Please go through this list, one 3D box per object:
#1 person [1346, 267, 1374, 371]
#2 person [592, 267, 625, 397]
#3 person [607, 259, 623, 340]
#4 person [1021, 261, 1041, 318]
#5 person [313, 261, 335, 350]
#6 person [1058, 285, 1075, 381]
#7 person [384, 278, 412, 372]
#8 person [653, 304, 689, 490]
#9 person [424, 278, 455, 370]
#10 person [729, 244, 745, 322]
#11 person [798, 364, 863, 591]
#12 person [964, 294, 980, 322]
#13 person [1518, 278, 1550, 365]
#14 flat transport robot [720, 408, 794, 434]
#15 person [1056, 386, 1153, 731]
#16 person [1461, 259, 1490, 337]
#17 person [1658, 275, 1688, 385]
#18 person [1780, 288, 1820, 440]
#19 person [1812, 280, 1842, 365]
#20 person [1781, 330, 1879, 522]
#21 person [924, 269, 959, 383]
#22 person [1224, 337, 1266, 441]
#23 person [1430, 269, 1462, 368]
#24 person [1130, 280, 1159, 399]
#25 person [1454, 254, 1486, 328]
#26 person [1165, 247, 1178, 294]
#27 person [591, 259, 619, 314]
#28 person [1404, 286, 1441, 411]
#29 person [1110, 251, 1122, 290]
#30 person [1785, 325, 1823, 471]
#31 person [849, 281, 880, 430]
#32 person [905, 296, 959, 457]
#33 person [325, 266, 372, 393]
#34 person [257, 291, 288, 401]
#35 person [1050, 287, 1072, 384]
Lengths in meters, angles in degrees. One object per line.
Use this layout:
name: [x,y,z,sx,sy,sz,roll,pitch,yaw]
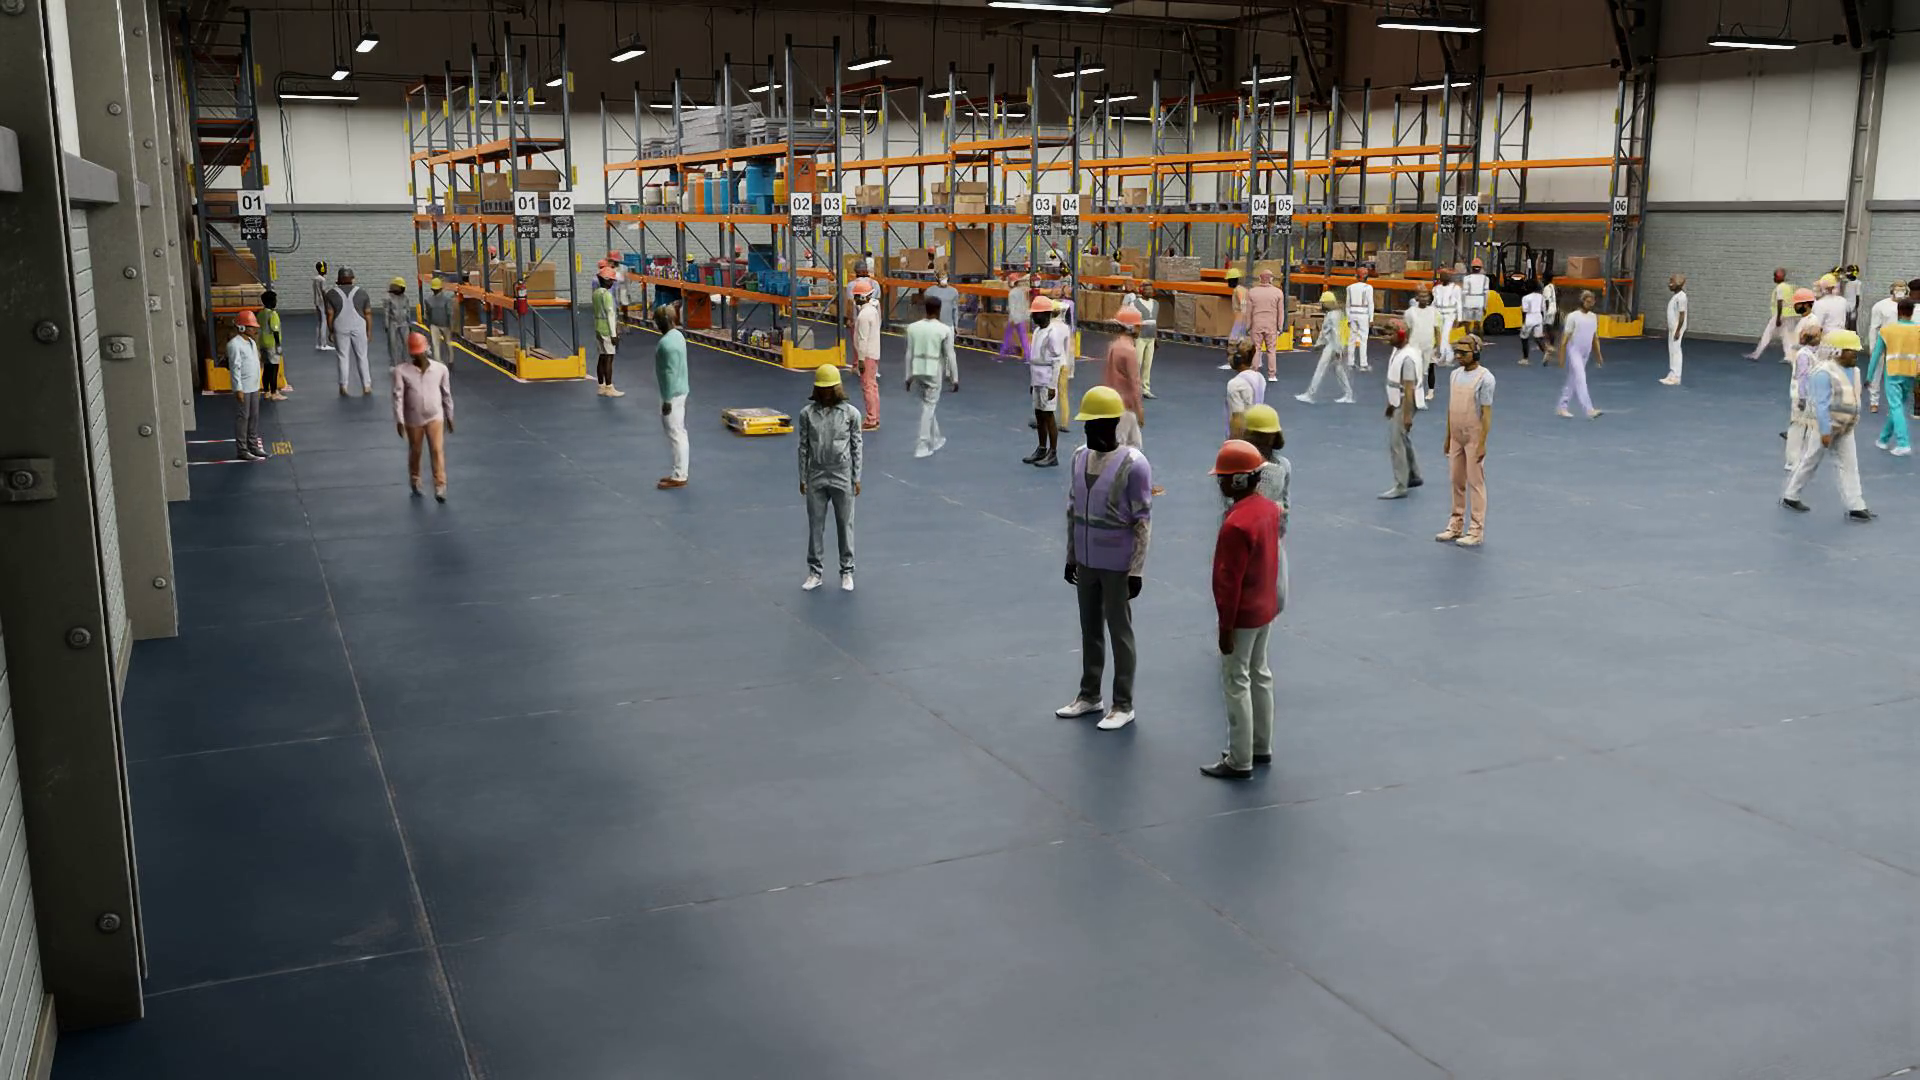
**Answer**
person: [7.350,-4.055,30.533,0.355,1.887,0.573,-10,15,-41]
person: [-5.531,-3.260,26.113,0.388,2.036,0.605,-8,13,-34]
person: [-7.944,-5.462,37.782,0.563,1.847,0.389,-11,15,-44]
person: [1.650,-5.705,39.317,0.555,1.735,0.381,-7,13,-32]
person: [-13.464,-4.941,35.121,0.328,1.860,0.507,-10,15,-40]
person: [1.817,-3.567,28.677,0.314,1.641,0.515,6,13,27]
person: [-10.136,-3.873,30.069,0.528,1.698,0.807,-9,14,-38]
person: [-3.013,-1.497,17.398,0.351,1.937,0.635,-1,11,-3]
person: [-9.401,-3.895,30.147,0.528,1.718,0.868,-1,11,-4]
person: [-5.926,-6.795,44.061,0.390,2.040,0.614,-6,13,-30]
person: [-0.994,-0.472,12.691,0.493,1.741,0.319,1,11,6]
person: [0.363,-6.722,44.046,0.618,1.900,0.475,-9,15,-40]
person: [10.807,-4.089,31.273,0.559,1.654,0.774,-4,12,-20]
flat transport robot: [-2.717,-1.596,22.155,0.652,0.197,1.431,-4,12,-21]
person: [0.799,0.099,9.317,0.369,1.925,0.594,-9,14,-39]
person: [10.754,-4.888,34.722,0.588,1.915,0.620,1,11,4]
person: [12.016,-3.524,27.941,0.325,1.843,0.516,2,11,11]
person: [10.723,-2.238,21.216,0.389,1.923,0.549,3,11,14]
person: [12.910,-2.951,24.970,0.677,1.868,0.720,-10,15,-42]
person: [8.260,-1.092,15.736,0.610,1.787,0.928,-6,12,-26]
person: [-0.303,-3.609,28.133,0.630,1.940,0.372,-5,12,-23]
person: [2.362,-0.772,13.951,0.350,1.847,0.506,9,14,37]
person: [8.957,-4.113,30.942,0.974,1.831,0.608,-10,15,-41]
person: [2.836,-3.092,25.741,0.570,1.843,0.372,-9,14,-37]
person: [11.569,-5.543,37.699,0.697,2.000,0.595,0,11,-1]
person: [6.484,-8.087,51.171,0.429,1.837,0.627,-11,15,-44]
person: [-7.455,-4.933,34.937,0.541,1.914,0.460,-6,12,-26]
person: [6.788,-2.840,24.559,0.512,1.816,0.911,-1,11,-7]
person: [4.179,-6.816,44.619,0.309,1.864,0.535,-4,12,-21]
person: [9.442,-1.584,18.605,0.307,1.639,0.525,7,13,33]
person: [-1.262,-2.447,22.125,0.406,1.986,0.604,2,11,10]
person: [-0.286,-1.966,19.913,0.624,1.873,0.933,6,13,30]
person: [-9.805,-3.378,26.696,0.684,2.000,0.535,-4,12,-21]
person: [-10.593,-2.982,25.581,0.535,1.691,0.317,10,15,41]
person: [1.617,-3.435,28.007,0.521,1.639,0.314,1,11,7]
